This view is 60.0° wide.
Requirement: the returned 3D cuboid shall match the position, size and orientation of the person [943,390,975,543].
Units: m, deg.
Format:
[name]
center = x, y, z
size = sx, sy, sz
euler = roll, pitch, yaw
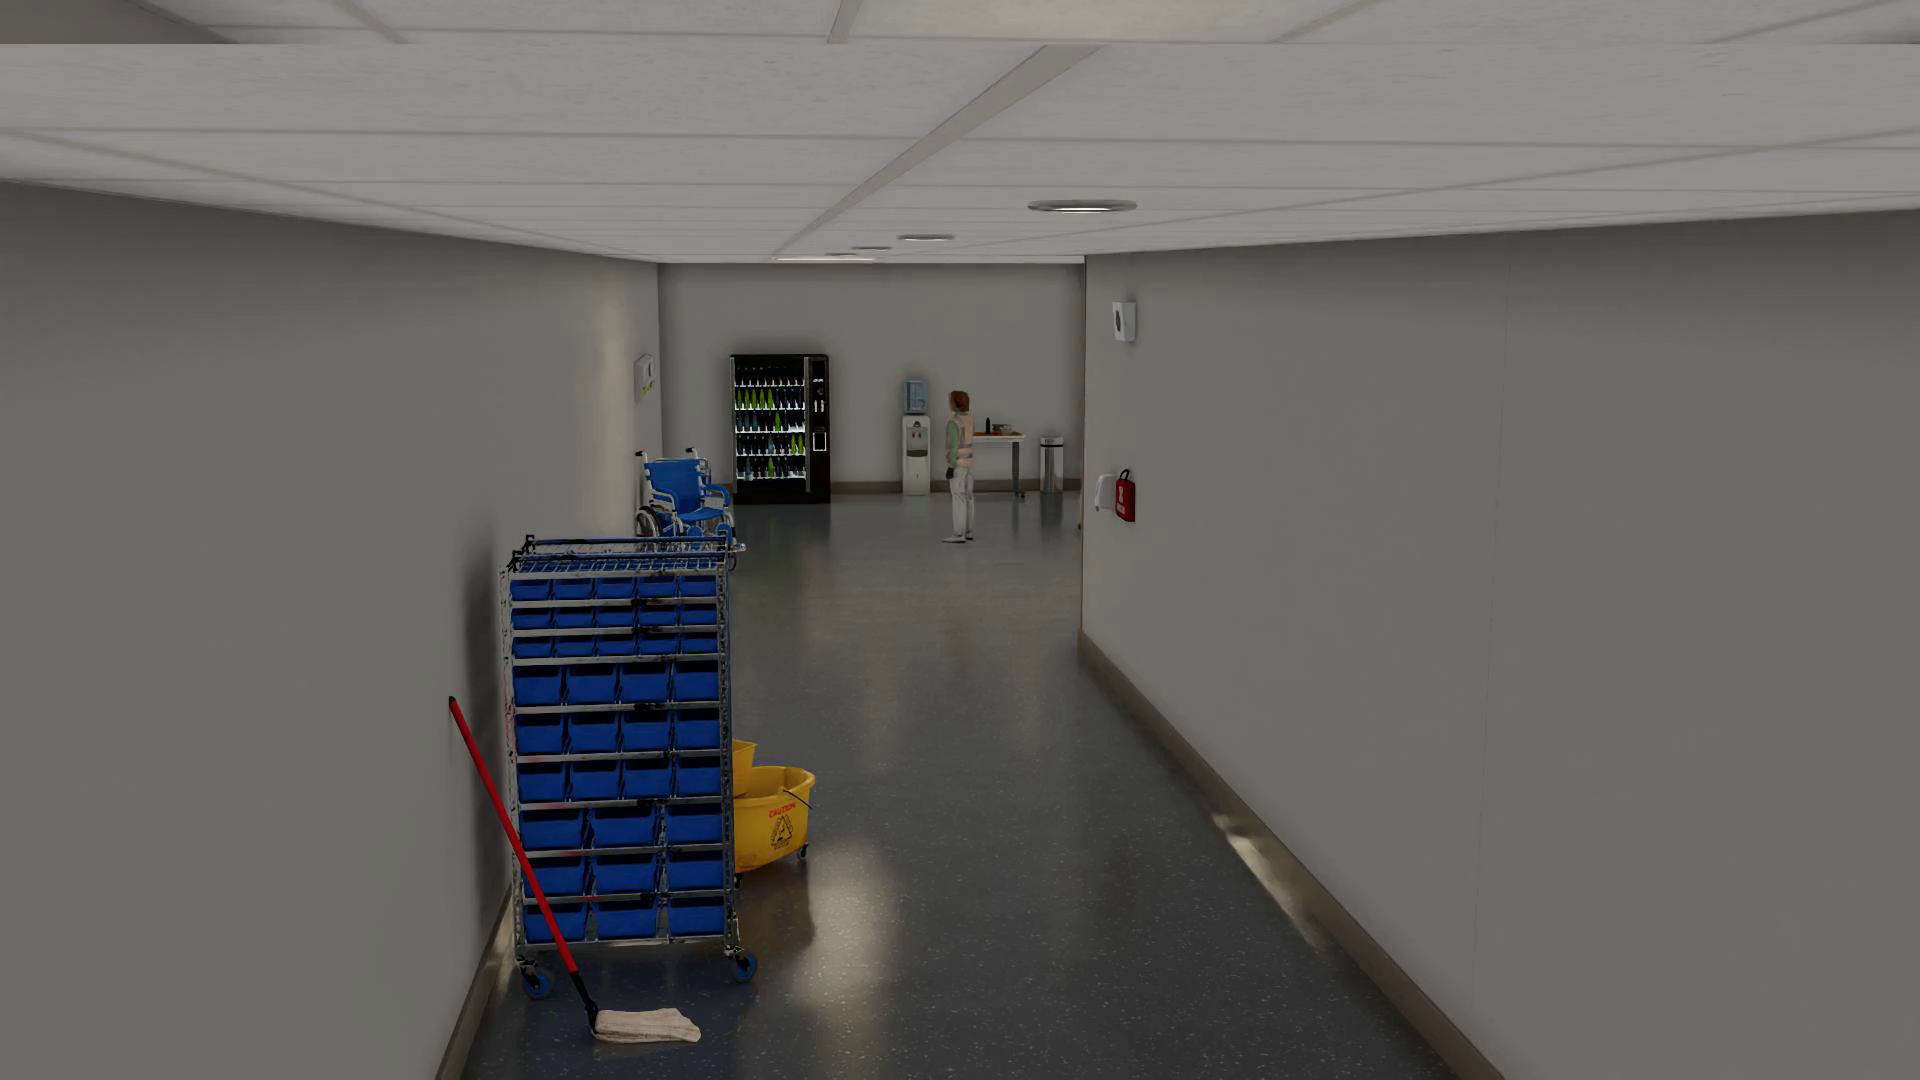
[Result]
[person]
center = 0.000, -0.792, 17.893
size = 0.306, 1.645, 0.522
euler = 4, 10, 23
